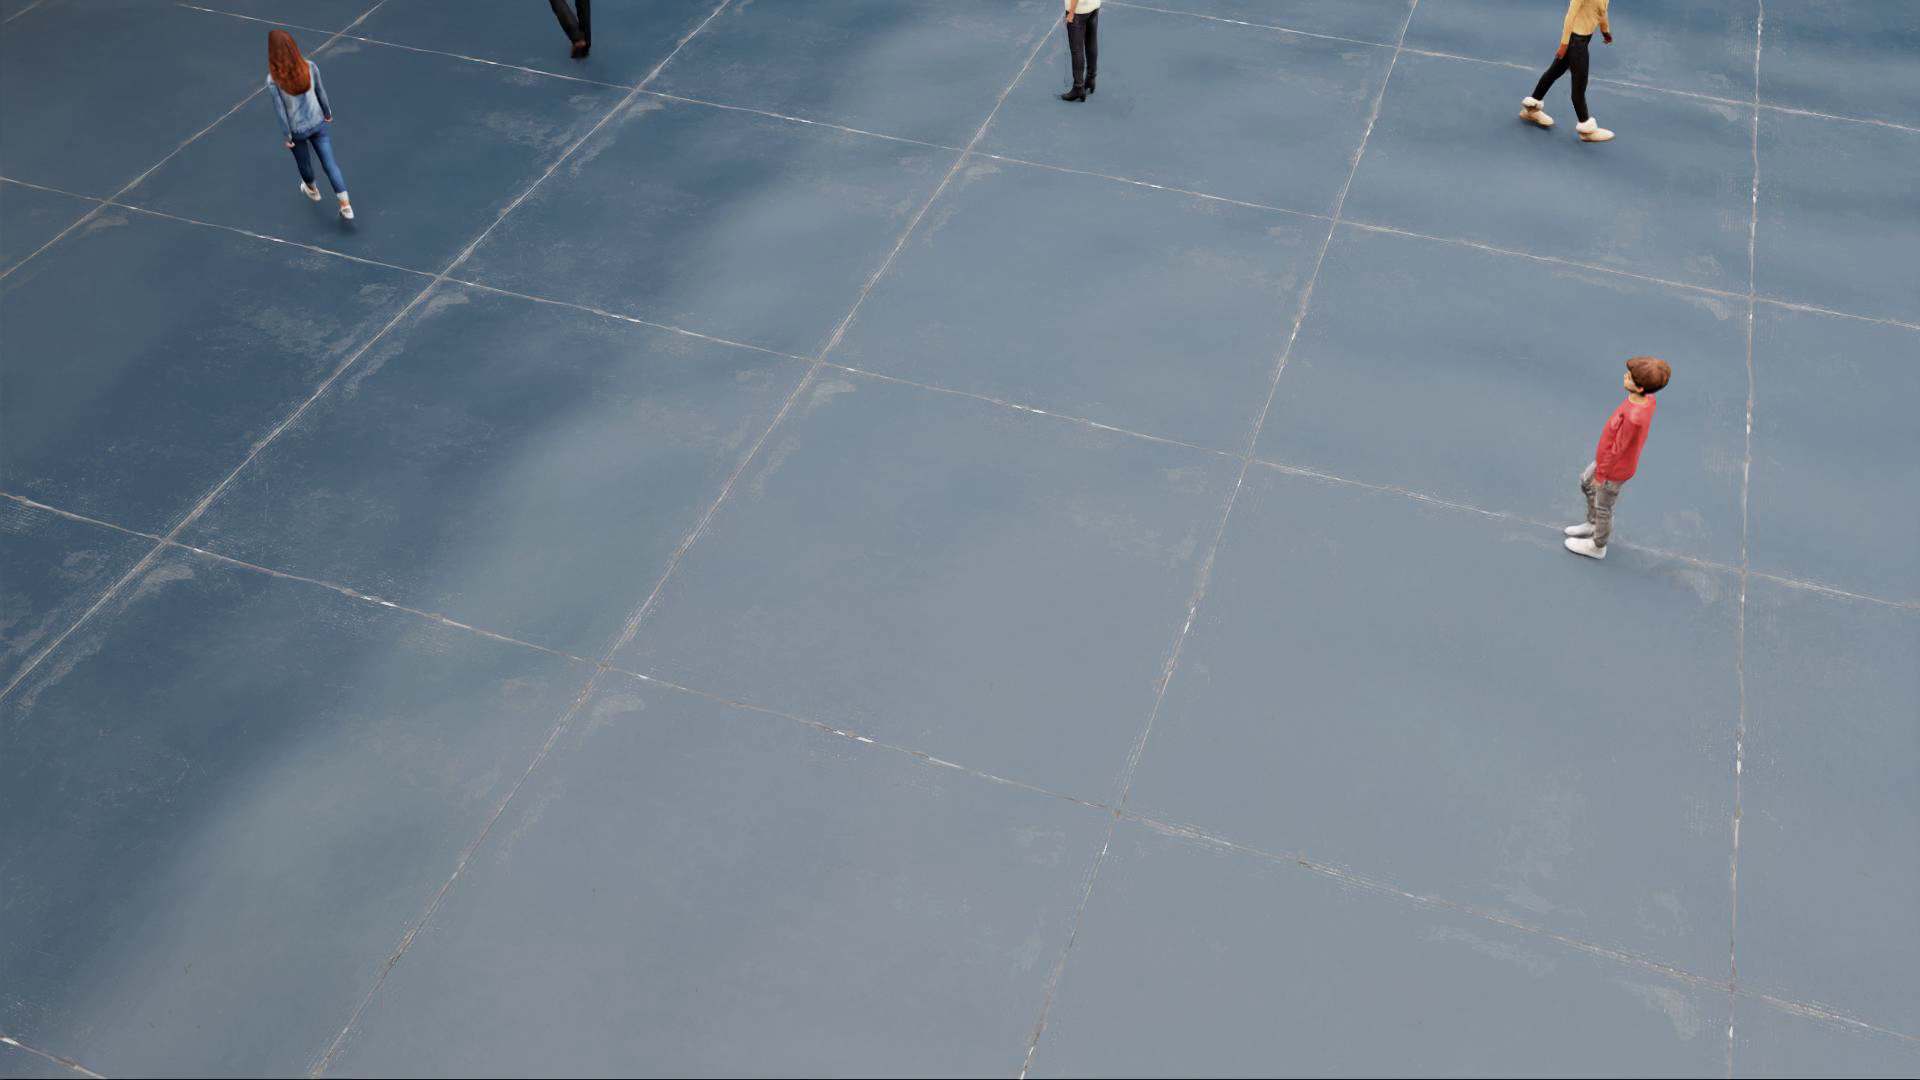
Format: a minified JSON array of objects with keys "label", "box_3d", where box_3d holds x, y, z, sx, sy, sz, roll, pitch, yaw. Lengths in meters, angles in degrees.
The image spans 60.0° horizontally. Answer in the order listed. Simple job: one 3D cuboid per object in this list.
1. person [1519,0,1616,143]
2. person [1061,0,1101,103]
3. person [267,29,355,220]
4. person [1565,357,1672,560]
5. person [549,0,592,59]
[{"label":"person","box_3d":[4.810,-3.997,13.158,1.110,1.630,0.799,25,49,25]},{"label":"person","box_3d":[1.005,-4.355,13.572,0.575,1.587,0.644,27,49,26]},{"label":"person","box_3d":[-4.771,-3.020,12.240,0.885,1.455,1.082,-31,51,-29]},{"label":"person","box_3d":[3.825,-0.440,9.507,0.533,1.413,0.555,20,47,20]},{"label":"person","box_3d":[-3.288,-4.866,14.001,0.875,1.749,0.937,-23,48,-22]}]
